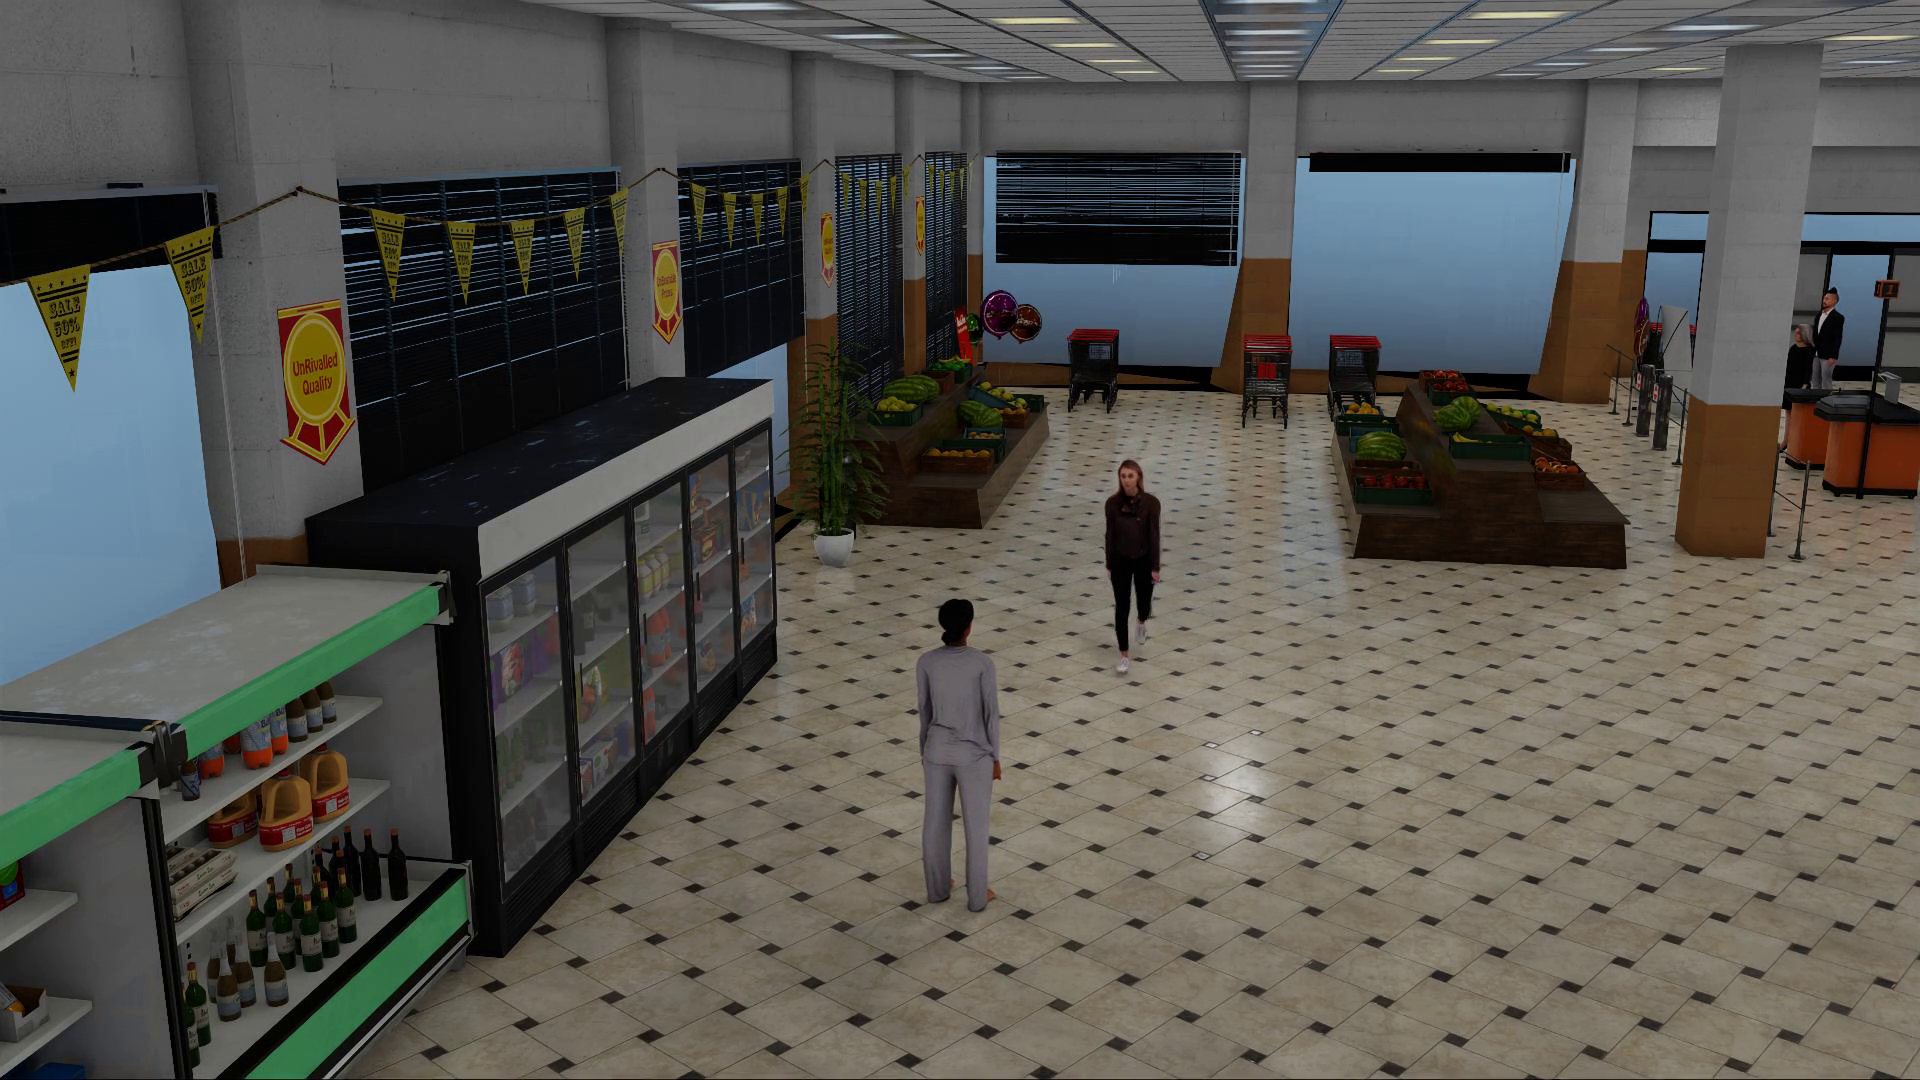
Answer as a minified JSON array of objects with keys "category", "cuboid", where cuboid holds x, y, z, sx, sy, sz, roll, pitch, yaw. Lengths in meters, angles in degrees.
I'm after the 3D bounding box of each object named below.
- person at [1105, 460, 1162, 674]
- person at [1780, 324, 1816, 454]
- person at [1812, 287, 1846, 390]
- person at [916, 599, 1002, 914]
[{"category":"person","cuboid":[1.383,0.192,13.197,0.599,1.678,0.962,3,14,11]},{"category":"person","cuboid":[11.112,-2.002,22.097,0.738,1.747,0.621,-3,14,-11]},{"category":"person","cuboid":[13.082,-2.846,25.145,0.851,1.950,0.687,-3,14,-14]},{"category":"person","cuboid":[-0.012,1.165,9.067,0.665,1.735,0.616,5,15,20]}]
